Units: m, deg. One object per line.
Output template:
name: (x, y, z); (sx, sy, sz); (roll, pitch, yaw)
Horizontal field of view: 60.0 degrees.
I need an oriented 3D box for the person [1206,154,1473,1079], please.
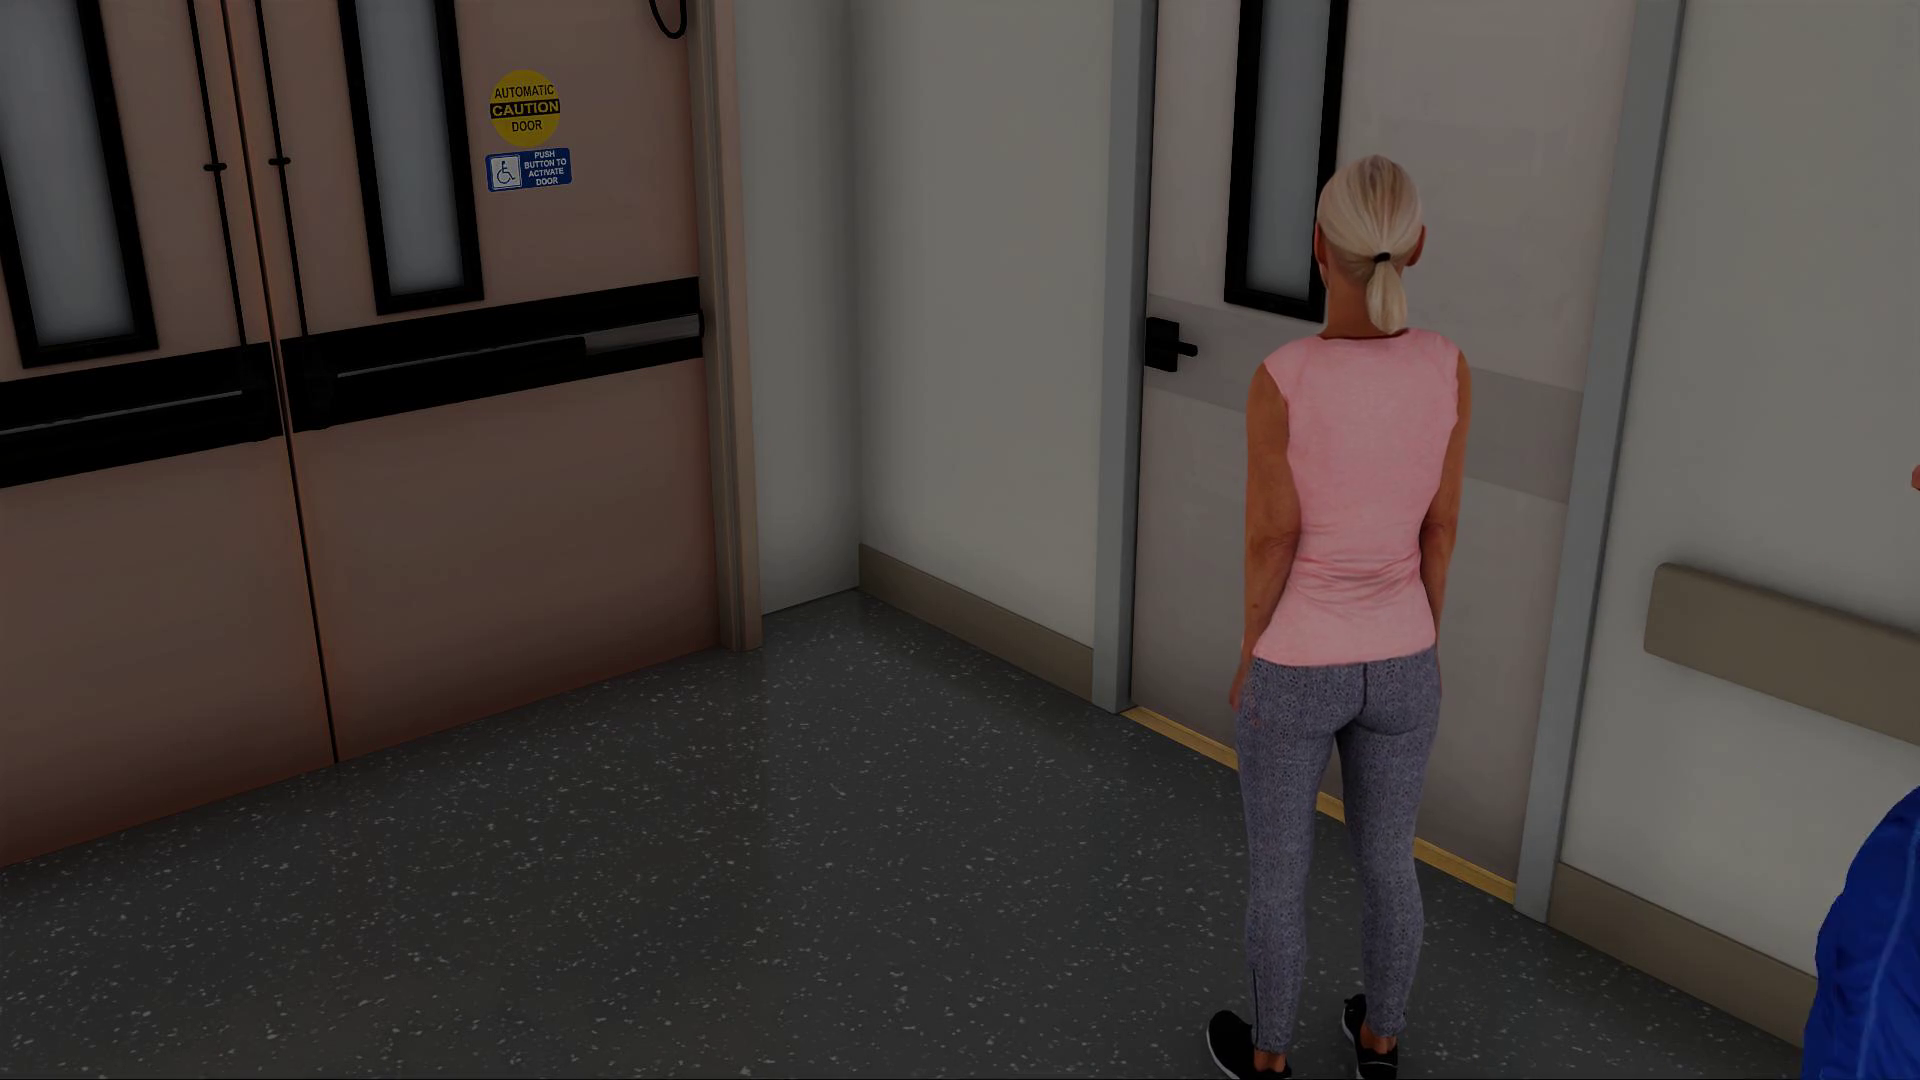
person: (0.658, 0.213, 2.873); (0.645, 1.725, 0.668); (-3, 21, -7)
